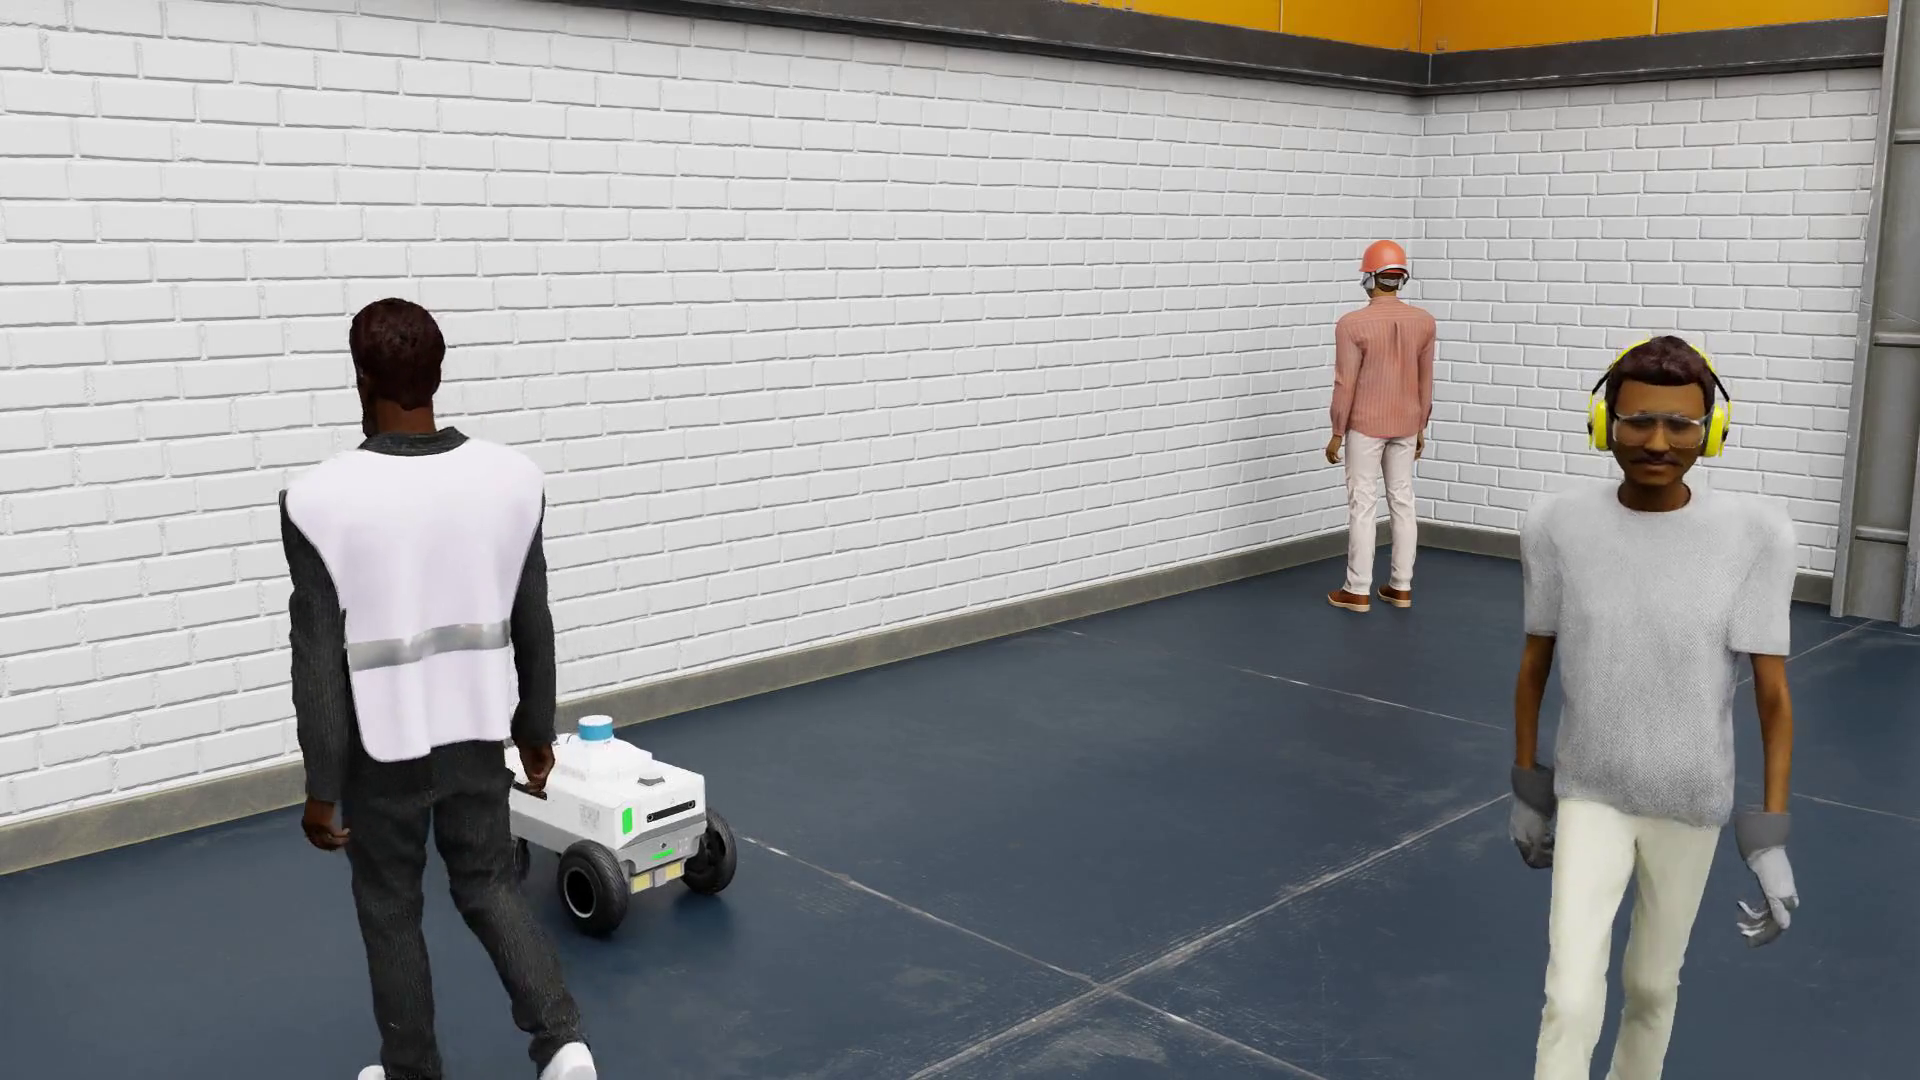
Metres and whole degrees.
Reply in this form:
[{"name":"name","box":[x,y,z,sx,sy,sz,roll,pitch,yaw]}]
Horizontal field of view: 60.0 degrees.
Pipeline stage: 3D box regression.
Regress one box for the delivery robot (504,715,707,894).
[{"name":"delivery robot","box":[-1.106,0.780,5.089,0.707,0.478,0.477,9,14,40]}]

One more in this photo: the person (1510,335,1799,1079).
[{"name":"person","box":[1.284,0.546,3.132,0.513,1.834,0.874,4,11,21]}]

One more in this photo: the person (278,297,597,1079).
[{"name":"person","box":[-1.115,0.431,3.593,0.597,1.898,0.743,-10,14,-44]}]

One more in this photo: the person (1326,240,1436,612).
[{"name":"person","box":[2.260,-0.607,8.980,0.608,1.995,0.377,-4,11,-19]}]
